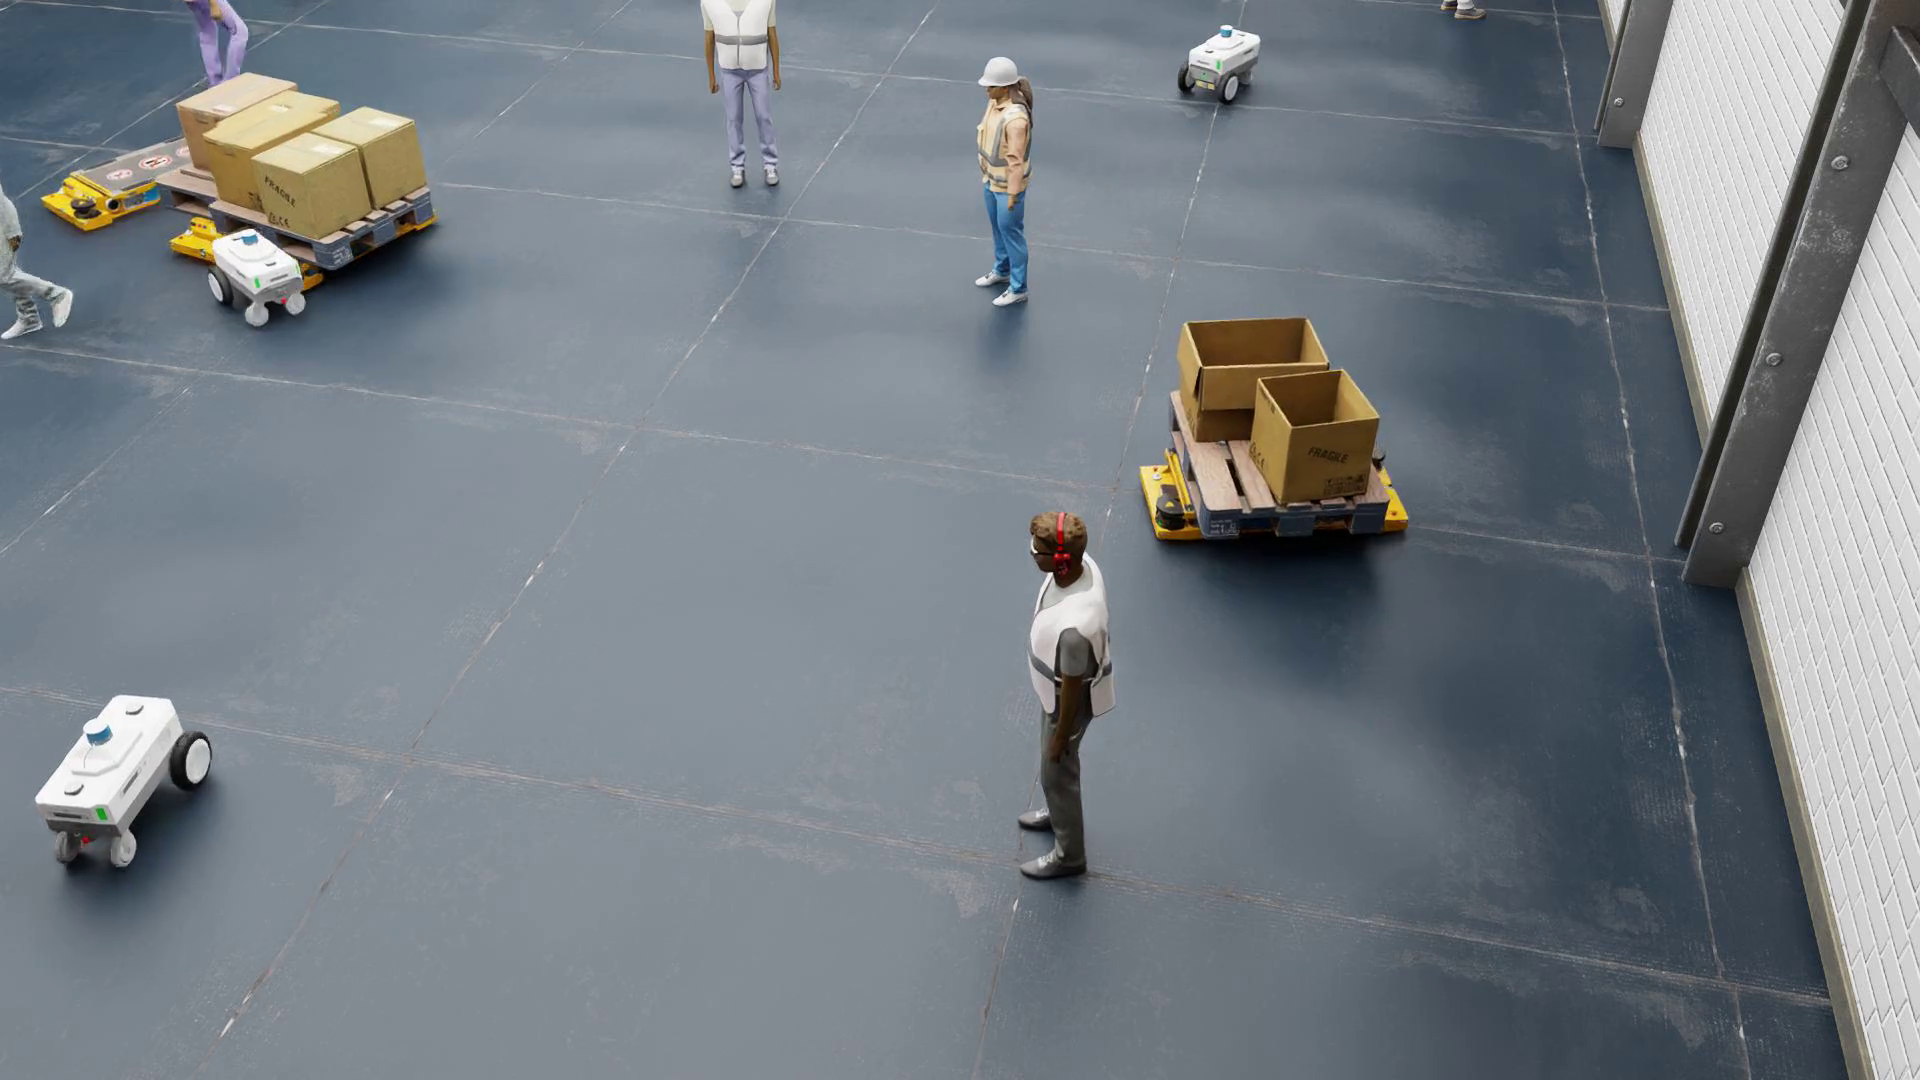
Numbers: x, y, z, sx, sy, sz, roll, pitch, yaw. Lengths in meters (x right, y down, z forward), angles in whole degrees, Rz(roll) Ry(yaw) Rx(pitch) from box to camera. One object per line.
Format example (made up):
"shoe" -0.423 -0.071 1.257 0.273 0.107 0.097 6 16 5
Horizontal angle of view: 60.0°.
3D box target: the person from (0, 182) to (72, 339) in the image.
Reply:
"person" -6.253 -2.058 10.758 0.552 1.714 0.469 24 43 28

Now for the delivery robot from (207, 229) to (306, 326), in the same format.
"delivery robot" -4.860 -1.850 11.472 0.523 0.614 0.786 -30 46 -34

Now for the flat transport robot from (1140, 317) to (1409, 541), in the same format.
"flat transport robot" 1.799 -0.288 9.604 1.431 0.231 0.659 -2 37 -3

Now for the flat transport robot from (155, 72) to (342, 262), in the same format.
"flat transport robot" -5.172 -2.481 12.539 0.659 0.231 1.431 16 40 21

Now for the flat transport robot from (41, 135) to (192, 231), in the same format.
"flat transport robot" -6.332 -2.823 12.996 0.659 0.231 1.431 27 44 31

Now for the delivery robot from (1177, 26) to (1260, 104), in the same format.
"delivery robot" 2.291 -4.189 14.602 0.509 0.614 0.785 27 44 31

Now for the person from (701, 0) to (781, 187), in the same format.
"person" -1.660 -3.615 12.751 0.564 1.839 0.388 -2 37 -3

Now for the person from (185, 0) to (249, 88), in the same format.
"person" -6.379 -4.641 14.136 0.543 1.820 0.565 -31 46 -34

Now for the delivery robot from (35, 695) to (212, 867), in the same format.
"delivery robot" -3.835 1.057 7.578 0.499 0.610 0.814 4 37 5

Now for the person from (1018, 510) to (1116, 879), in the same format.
"person" 0.458 0.652 7.044 0.394 1.830 0.571 0 37 0

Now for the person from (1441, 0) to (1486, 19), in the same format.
"person" 4.919 -5.940 15.822 0.356 1.882 0.574 -10 38 -13

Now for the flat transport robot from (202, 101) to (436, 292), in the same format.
"flat transport robot" -4.599 -2.217 12.185 0.659 0.231 1.431 19 41 24

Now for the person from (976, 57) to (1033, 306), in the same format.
"person" 0.302 -2.432 11.263 0.378 1.720 0.487 -13 39 -17
